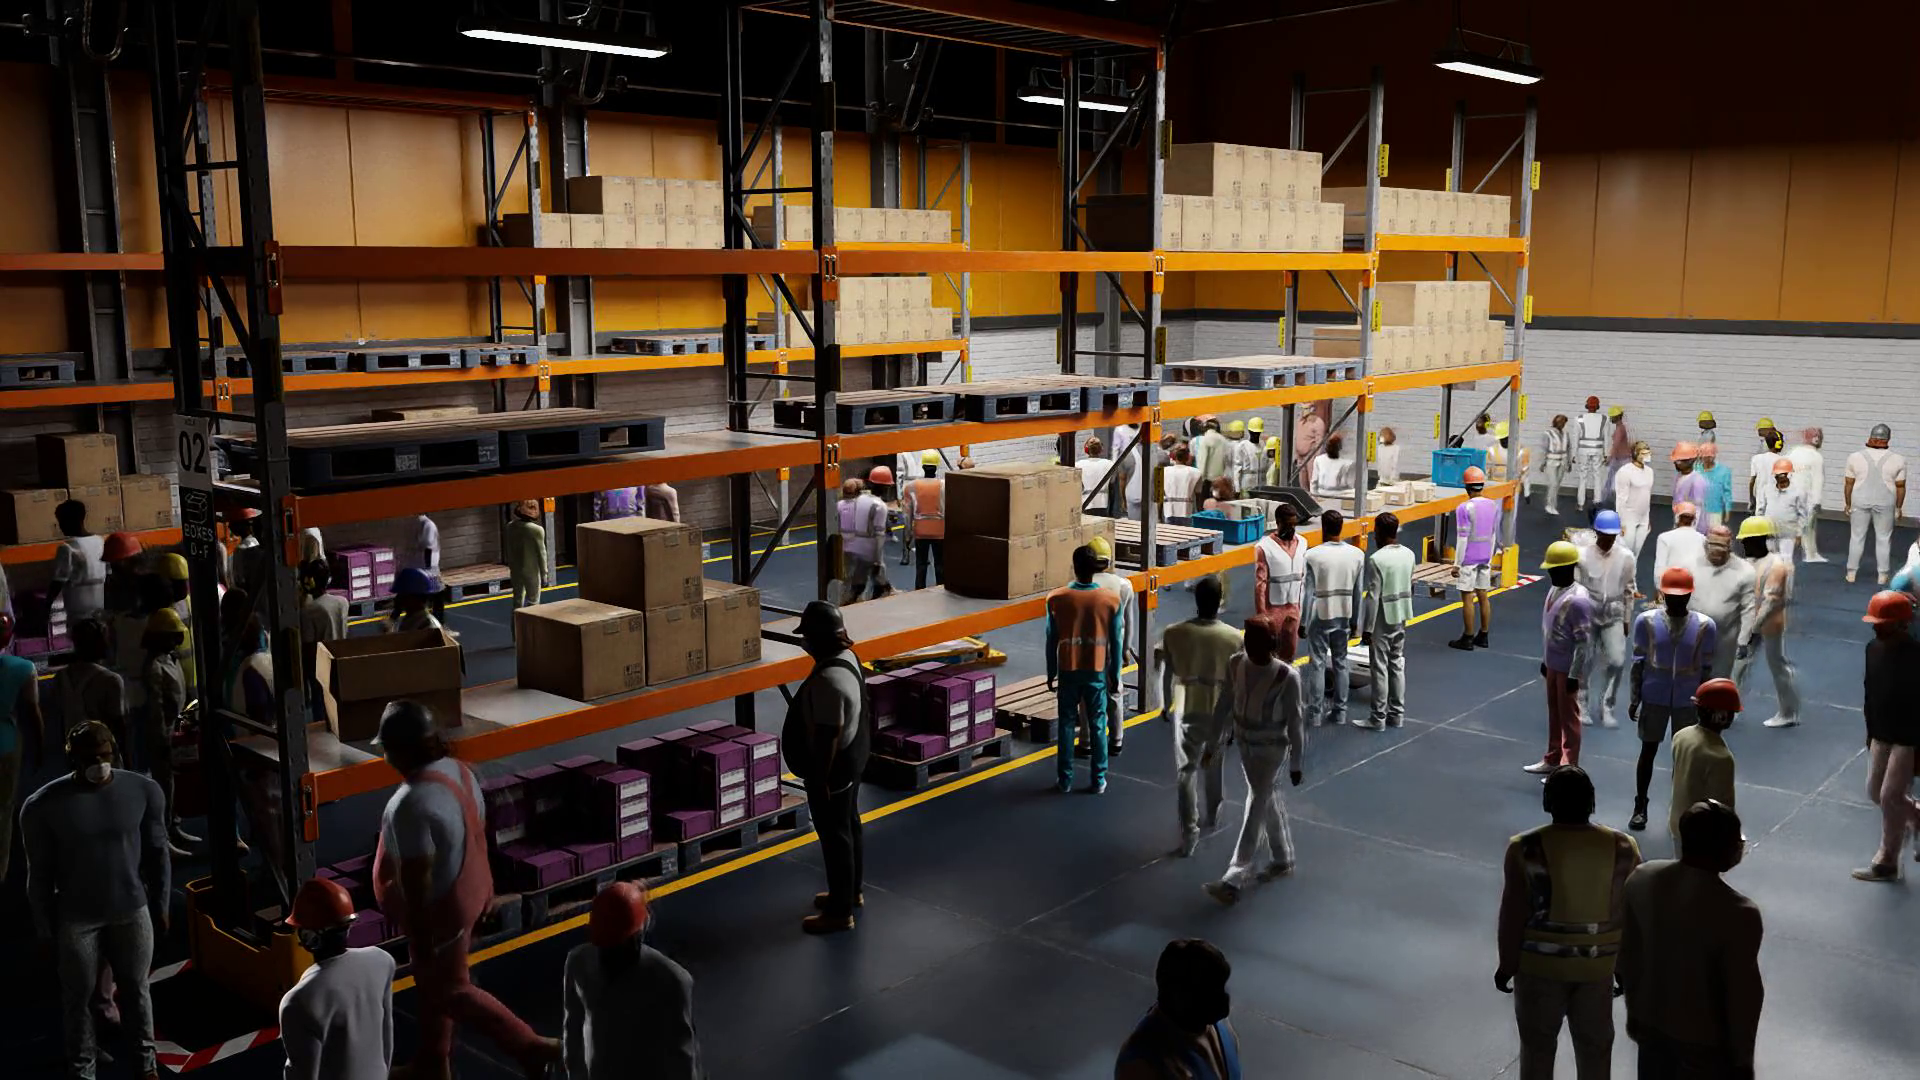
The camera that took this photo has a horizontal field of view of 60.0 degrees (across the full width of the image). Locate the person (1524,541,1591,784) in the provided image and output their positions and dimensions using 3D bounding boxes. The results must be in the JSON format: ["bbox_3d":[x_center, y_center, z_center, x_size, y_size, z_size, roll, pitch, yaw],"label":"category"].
[{"bbox_3d":[4.678,0.952,12.956,0.389,1.923,0.586,0,10,-1],"label":"person"}]

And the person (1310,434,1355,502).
[{"bbox_3d":[4.911,-0.493,21.835,0.556,1.842,0.940,9,13,42],"label":"person"}]

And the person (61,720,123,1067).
[{"bbox_3d":[-4.414,1.776,8.508,0.329,1.765,0.526,1,10,5],"label":"person"}]

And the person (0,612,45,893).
[{"bbox_3d":[-6.286,1.361,10.835,0.599,1.807,0.783,-3,10,-19],"label":"person"}]

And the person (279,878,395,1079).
[{"bbox_3d":[-2.392,2.140,6.366,0.334,1.749,0.575,3,10,19],"label":"person"}]

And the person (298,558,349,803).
[{"bbox_3d":[-4.787,1.053,12.542,0.328,1.862,0.511,3,10,20],"label":"person"}]

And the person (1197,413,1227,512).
[{"bbox_3d":[3.554,-0.854,23.667,0.450,1.962,0.753,8,12,39],"label":"person"}]

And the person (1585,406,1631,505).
[{"bbox_3d":[10.765,-1.330,27.201,0.928,1.695,0.542,3,10,17],"label":"person"}]

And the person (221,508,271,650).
[{"bbox_3d":[-6.450,0.590,15.117,0.389,1.925,0.551,0,10,1],"label":"person"}]

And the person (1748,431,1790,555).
[{"bbox_3d":[10.586,-0.492,21.749,0.318,1.865,0.531,-9,13,-42],"label":"person"}]

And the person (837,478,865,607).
[{"bbox_3d":[-1.204,0.115,18.791,0.513,1.641,0.307,7,12,36],"label":"person"}]

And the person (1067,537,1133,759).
[{"bbox_3d":[1.121,0.884,13.625,0.591,1.834,0.404,-2,10,-14],"label":"person"}]

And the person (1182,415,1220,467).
[{"bbox_3d":[3.698,-1.194,25.455,0.612,2.031,0.403,5,11,29],"label":"person"}]

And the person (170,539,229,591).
[{"bbox_3d":[-7.042,0.586,15.483,0.518,1.815,0.883,0,10,1],"label":"person"}]

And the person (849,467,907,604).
[{"bbox_3d":[-1.011,-0.041,19.687,0.851,1.653,0.542,-4,10,-24],"label":"person"}]

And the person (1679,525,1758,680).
[{"bbox_3d":[6.398,0.787,14.153,0.646,1.854,1.014,5,11,27],"label":"person"}]

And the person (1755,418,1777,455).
[{"bbox_3d":[12.067,-0.968,24.985,0.321,1.737,0.483,7,12,37],"label":"person"}]

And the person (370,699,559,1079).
[{"bbox_3d":[-2.395,1.715,8.043,0.850,2.000,0.699,0,10,2],"label":"person"}]

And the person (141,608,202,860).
[{"bbox_3d":[-5.398,1.314,11.365,0.339,1.735,0.487,-2,10,-12],"label":"person"}]

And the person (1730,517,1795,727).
[{"bbox_3d":[6.885,0.731,14.438,0.999,1.857,0.581,-1,10,-8],"label":"person"}]

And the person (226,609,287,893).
[{"bbox_3d":[-4.535,1.357,10.860,0.393,1.819,0.637,-3,10,-17],"label":"person"}]

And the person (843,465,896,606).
[{"bbox_3d":[-1.026,0.155,17.796,0.718,1.906,0.571,-8,12,-38],"label":"person"}]

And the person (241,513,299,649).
[{"bbox_3d":[-6.140,0.675,14.806,0.508,1.860,0.334,0,10,1],"label":"person"}]

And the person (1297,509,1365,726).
[{"bbox_3d":[3.252,0.686,14.592,0.599,1.909,0.402,-3,10,-18],"label":"person"}]

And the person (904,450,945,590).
[{"bbox_3d":[-0.342,-0.072,19.048,0.585,1.928,0.378,1,10,7],"label":"person"}]

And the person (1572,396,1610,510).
[{"bbox_3d":[10.305,-1.413,27.191,0.572,1.883,0.358,2,10,13],"label":"person"}]

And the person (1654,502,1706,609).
[{"bbox_3d":[7.167,0.471,16.556,0.588,1.674,0.923,1,10,5],"label":"person"}]

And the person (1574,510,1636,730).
[{"bbox_3d":[5.560,0.701,14.450,0.615,1.932,0.584,1,10,7],"label":"person"}]

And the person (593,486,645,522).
[{"bbox_3d":[-3.955,-0.120,19.336,0.591,1.925,0.385,-1,10,-6],"label":"person"}]

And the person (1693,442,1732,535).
[{"bbox_3d":[9.808,-0.443,21.823,0.575,1.722,0.569,4,10,23],"label":"person"}]

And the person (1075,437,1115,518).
[{"bbox_3d":[1.707,-0.396,21.230,0.570,1.845,0.384,-2,10,-14],"label":"person"}]

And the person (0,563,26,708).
[{"bbox_3d":[-8.341,0.771,14.321,0.516,1.826,0.430,7,12,38],"label":"person"}]

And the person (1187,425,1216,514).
[{"bbox_3d":[3.608,-0.912,24.492,0.553,1.786,0.980,0,10,1],"label":"person"}]

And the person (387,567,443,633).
[{"bbox_3d":[-3.799,1.146,11.709,0.380,1.951,0.605,-7,12,-37],"label":"person"}]

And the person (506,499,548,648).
[{"bbox_3d":[-4.533,0.349,17.448,0.506,1.623,0.292,5,11,25],"label":"person"}]

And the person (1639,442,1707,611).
[{"bbox_3d":[8.227,-0.122,19.103,0.834,2.006,0.633,0,10,-3],"label":"person"}]

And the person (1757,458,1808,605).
[{"bbox_3d":[9.723,-0.101,19.745,0.342,1.749,0.573,-7,12,-35],"label":"person"}]

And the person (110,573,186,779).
[{"bbox_3d":[-5.718,1.149,11.912,0.640,1.875,0.761,6,11,33],"label":"person"}]

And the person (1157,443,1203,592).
[{"bbox_3d":[2.700,-0.266,20.484,0.561,1.837,0.390,2,10,12],"label":"person"}]

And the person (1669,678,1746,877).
[{"bbox_3d":[4.223,1.635,9.425,0.357,1.742,0.563,0,10,-1],"label":"person"}]
